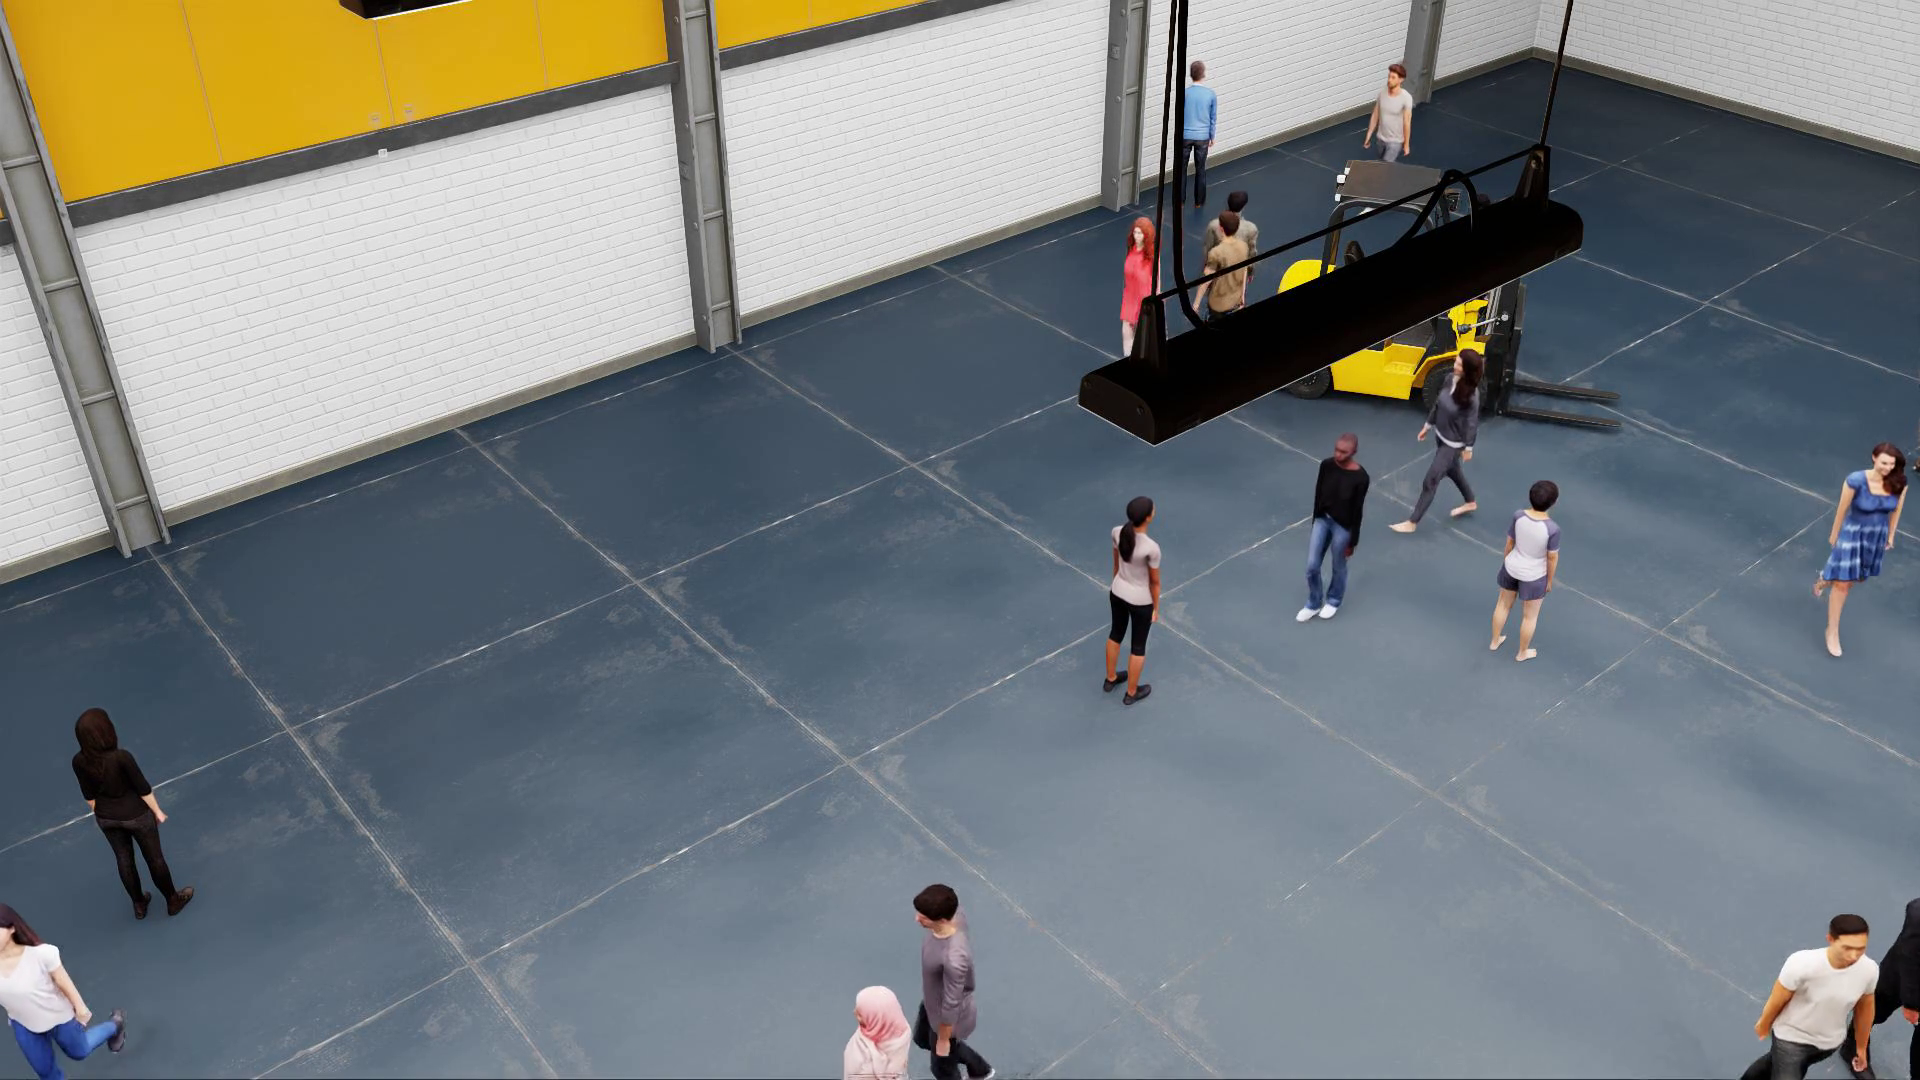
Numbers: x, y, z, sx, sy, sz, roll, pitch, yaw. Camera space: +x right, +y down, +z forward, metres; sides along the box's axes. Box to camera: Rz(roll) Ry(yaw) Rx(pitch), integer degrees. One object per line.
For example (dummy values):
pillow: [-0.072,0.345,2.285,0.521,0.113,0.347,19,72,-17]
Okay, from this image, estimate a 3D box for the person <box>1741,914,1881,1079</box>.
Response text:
person: [4.586,2.623,9.097,1.115,1.762,1.080,-3,34,-5]

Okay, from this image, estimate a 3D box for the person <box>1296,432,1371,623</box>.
person: [3.049,-0.137,13.278,0.688,1.730,0.764,24,41,32]

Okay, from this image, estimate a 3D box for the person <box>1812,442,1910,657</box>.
person: [7.013,0.007,13.015,1.087,1.781,1.096,0,34,0]

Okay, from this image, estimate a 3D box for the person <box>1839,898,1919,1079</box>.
person: [5.355,2.421,9.415,0.973,1.747,0.965,-5,34,-8]

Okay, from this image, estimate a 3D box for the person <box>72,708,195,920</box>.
person: [-5.290,1.742,10.531,0.628,1.642,0.716,-1,34,-2]

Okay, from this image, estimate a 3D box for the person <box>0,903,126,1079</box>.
person: [-5.048,2.582,9.251,1.005,1.659,1.039,2,34,2]

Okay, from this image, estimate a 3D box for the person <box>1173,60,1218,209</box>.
person: [2.885,-4.998,20.516,0.734,1.813,0.789,3,34,5]

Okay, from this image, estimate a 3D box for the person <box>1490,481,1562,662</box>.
person: [4.394,0.223,12.886,0.579,1.565,0.539,29,43,36]

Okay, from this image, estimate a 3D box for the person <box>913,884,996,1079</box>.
person: [0.015,2.549,9.143,0.889,1.834,0.846,-6,34,-9]

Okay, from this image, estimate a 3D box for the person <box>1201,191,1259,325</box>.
person: [2.708,-2.631,16.925,0.851,1.846,0.889,8,34,11]

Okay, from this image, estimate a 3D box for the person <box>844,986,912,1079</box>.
person: [-0.299,2.992,8.547,1.280,1.756,1.162,1,34,1]

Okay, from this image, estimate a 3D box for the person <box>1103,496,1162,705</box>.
person: [1.278,0.438,12.401,0.611,1.745,0.560,27,42,35]

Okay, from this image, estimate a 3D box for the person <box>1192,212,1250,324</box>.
person: [2.665,-2.313,16.491,1.159,1.798,0.728,-25,41,-33]

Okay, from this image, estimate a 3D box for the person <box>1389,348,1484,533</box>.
person: [4.317,-0.872,14.388,1.224,1.725,0.972,-7,34,-11]

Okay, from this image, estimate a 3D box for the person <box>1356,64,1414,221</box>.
person: [5.307,-4.888,20.319,1.196,1.847,0.674,-24,40,-31]

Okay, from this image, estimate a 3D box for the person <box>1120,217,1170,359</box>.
person: [1.852,-2.378,16.579,0.971,1.809,0.648,-28,43,-35]
